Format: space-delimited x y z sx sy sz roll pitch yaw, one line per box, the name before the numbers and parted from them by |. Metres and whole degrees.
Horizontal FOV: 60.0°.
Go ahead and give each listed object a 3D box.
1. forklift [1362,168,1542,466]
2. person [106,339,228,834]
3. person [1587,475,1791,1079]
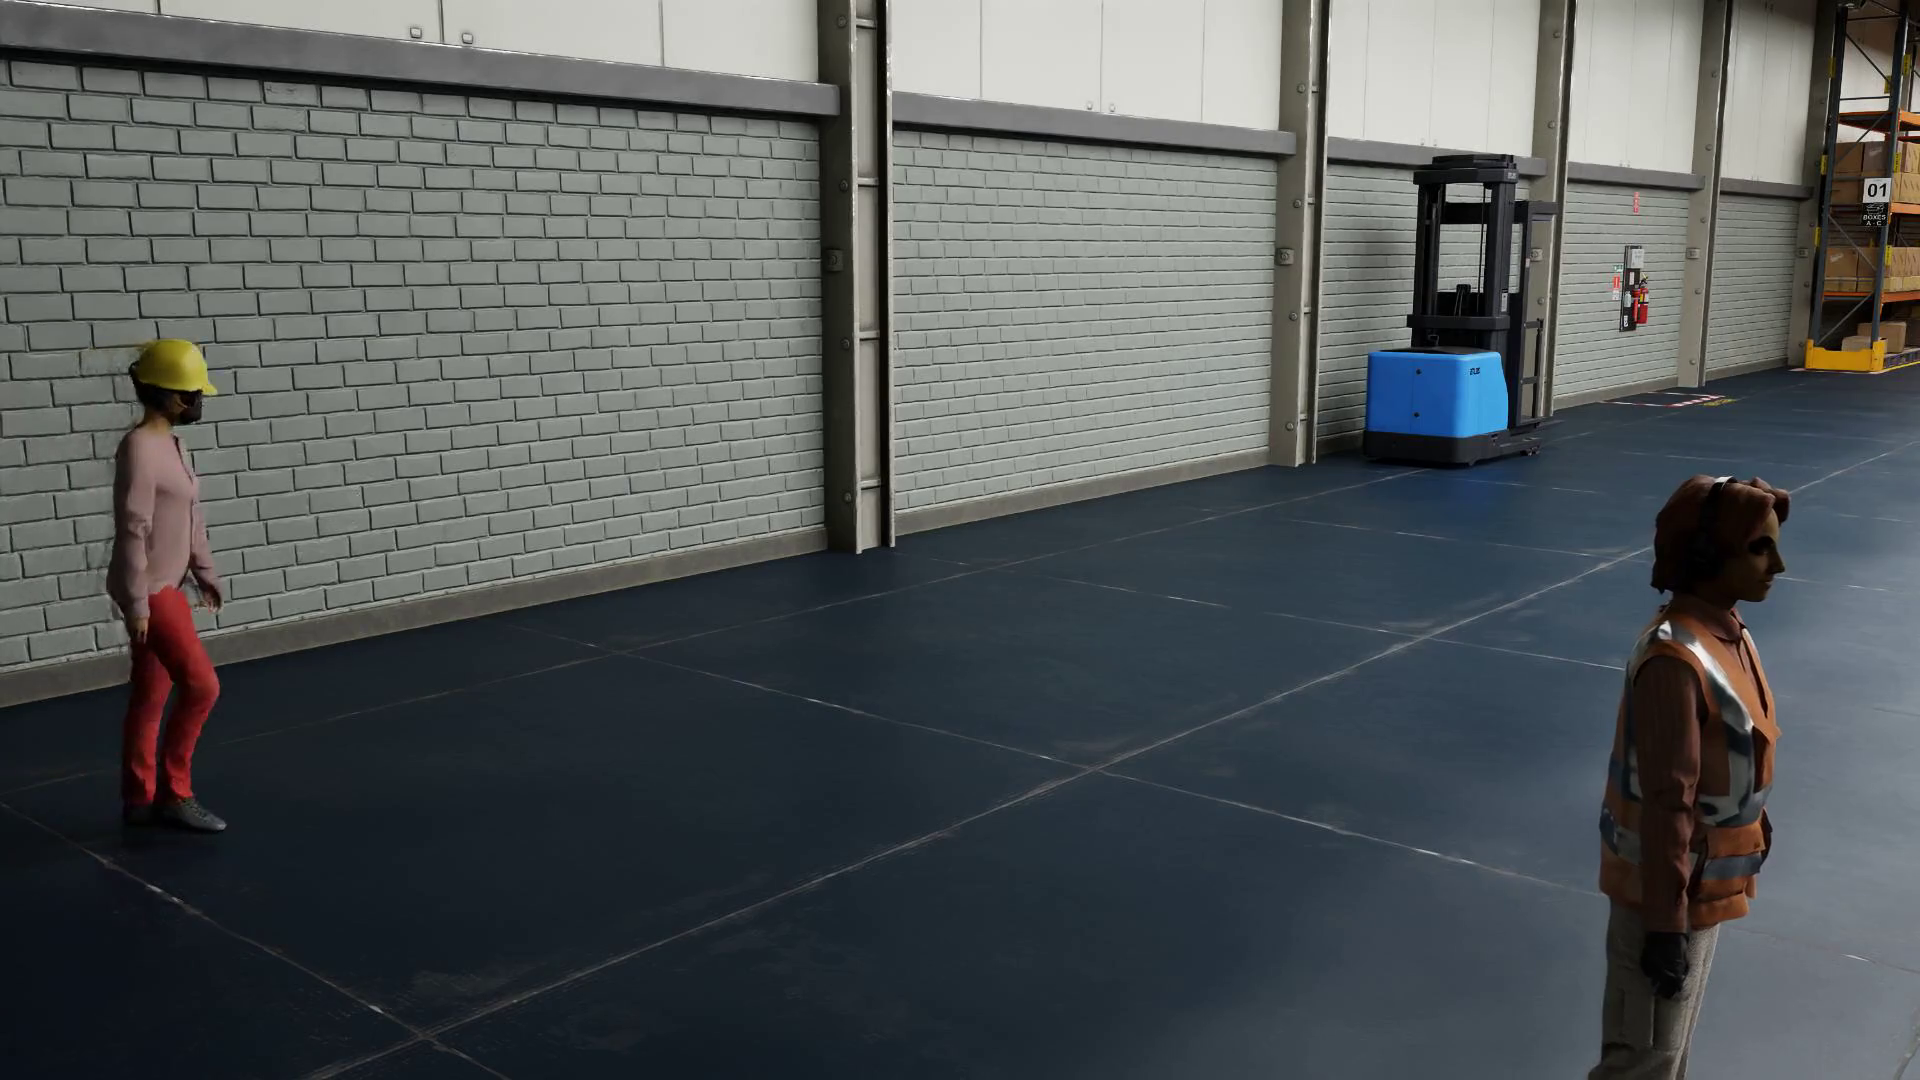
forklift | 4.875 -2.212 16.287 1.129 2.768 1.873 8 13 40
person | -2.758 0.178 5.775 0.492 1.734 0.554 -3 10 -17
person | 1.383 0.686 3.197 0.311 1.638 0.523 6 12 31
